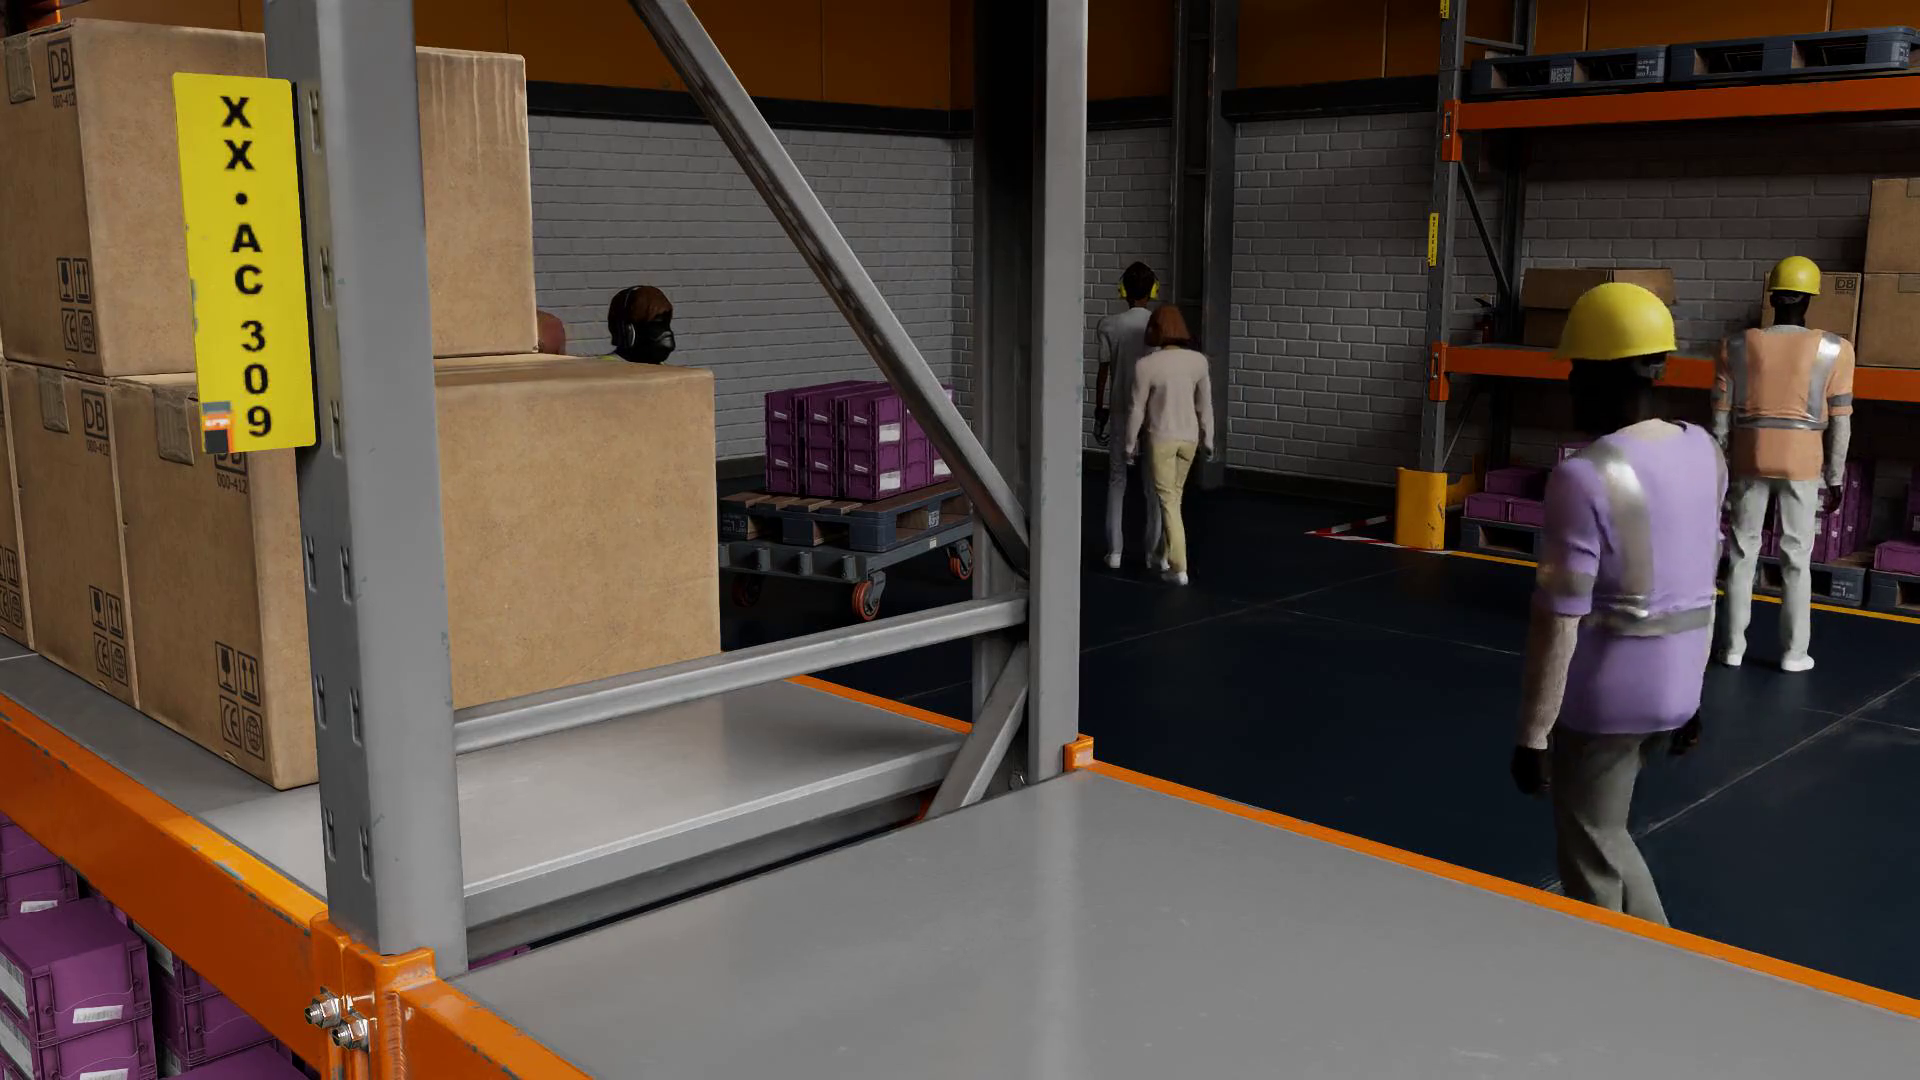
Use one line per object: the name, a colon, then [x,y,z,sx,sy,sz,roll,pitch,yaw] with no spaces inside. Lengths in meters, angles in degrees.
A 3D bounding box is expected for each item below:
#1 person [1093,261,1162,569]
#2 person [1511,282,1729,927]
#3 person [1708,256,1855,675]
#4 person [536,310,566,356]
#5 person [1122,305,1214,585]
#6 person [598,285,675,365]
person: [1.065,-0.749,10.116,0.511,1.865,0.323,0,10,2]
person: [1.522,0.359,3.923,0.618,1.913,0.413,-8,13,-36]
person: [3.782,-0.341,7.715,0.591,1.926,0.387,6,12,30]
person: [-2.229,-0.488,8.328,0.380,1.996,0.608,8,13,39]
person: [1.193,-0.570,9.795,0.527,1.603,0.716,-5,11,-25]
person: [-1.148,-0.004,6.108,0.430,1.845,0.619,4,11,21]
